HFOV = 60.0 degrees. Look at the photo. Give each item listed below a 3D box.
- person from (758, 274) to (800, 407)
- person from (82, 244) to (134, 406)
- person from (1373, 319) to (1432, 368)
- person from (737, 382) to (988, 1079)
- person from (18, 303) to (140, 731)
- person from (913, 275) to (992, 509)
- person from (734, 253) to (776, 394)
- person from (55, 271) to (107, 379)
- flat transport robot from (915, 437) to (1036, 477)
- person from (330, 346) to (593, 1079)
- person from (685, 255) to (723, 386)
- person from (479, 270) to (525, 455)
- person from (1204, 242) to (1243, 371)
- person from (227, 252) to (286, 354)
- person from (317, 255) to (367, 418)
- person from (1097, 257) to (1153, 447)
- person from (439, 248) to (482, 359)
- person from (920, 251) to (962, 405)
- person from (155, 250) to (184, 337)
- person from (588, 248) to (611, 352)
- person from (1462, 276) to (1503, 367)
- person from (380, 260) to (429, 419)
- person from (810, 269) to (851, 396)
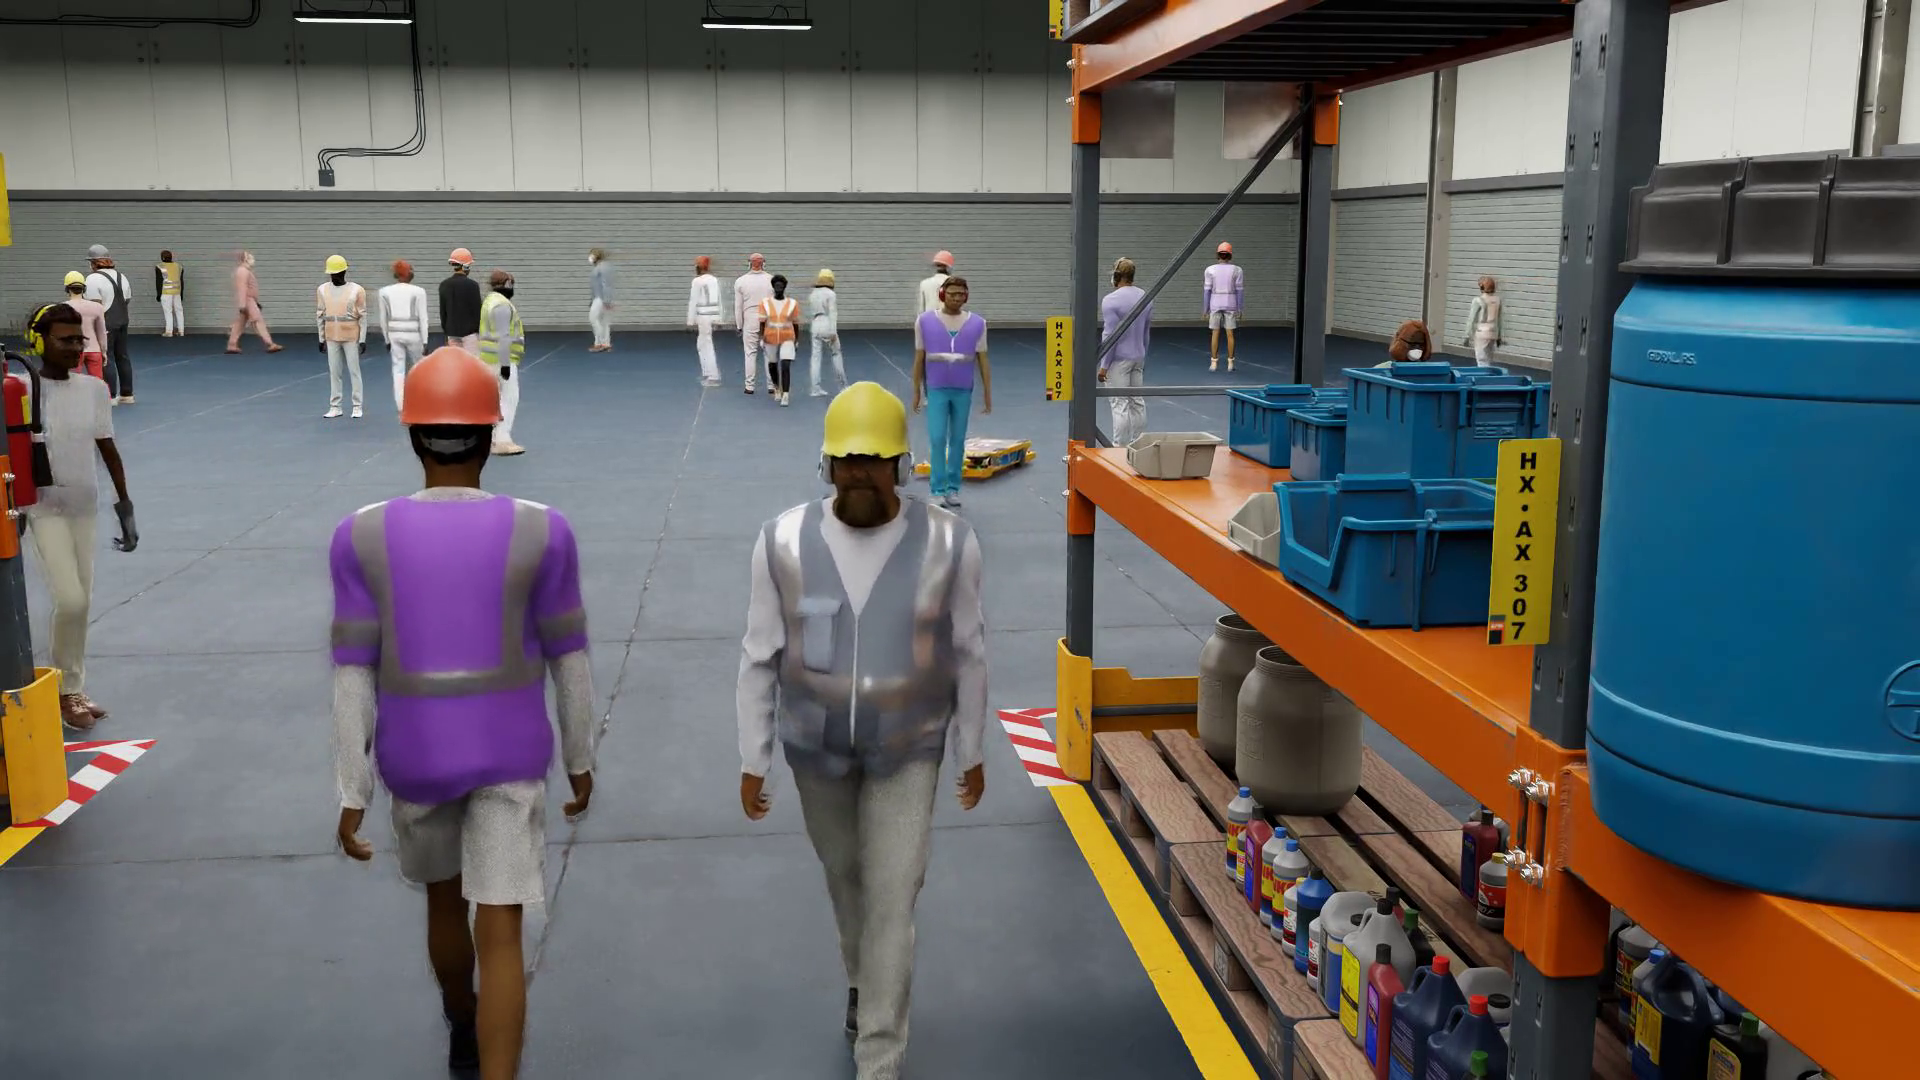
[{"bbox_3d":[-2.300,-2.554,21.187,0.527,1.668,0.749,0,10,-2],"label":"person"},{"bbox_3d":[-10.878,-2.727,21.124,0.535,2.000,0.688,2,11,11],"label":"person"},{"bbox_3d":[2.734,-0.543,10.267,0.498,1.633,0.280,-3,11,-16],"label":"person"},{"bbox_3d":[-0.250,0.503,4.118,0.614,1.781,0.917,1,10,5],"label":"person"},{"bbox_3d":[-3.862,-0.094,7.225,0.575,1.845,0.551,5,12,27],"label":"person"},{"bbox_3d":[-0.039,-1.138,12.986,0.600,1.822,0.717,-2,11,-12],"label":"person"},{"bbox_3d":[-2.745,-2.937,22.644,0.643,1.909,0.410,-2,11,-12],"label":"person"},{"bbox_3d":[-9.432,-1.993,17.852,0.310,1.768,0.533,9,14,41],"label":"person"},{"bbox_3d":[0.163,-0.773,15.263,0.652,0.197,1.431,4,11,21],"label":"flat transport robot"},{"bbox_3d":[-1.146,0.500,3.875,0.564,1.889,1.007,-2,10,-9],"label":"person"},{"bbox_3d":[-3.714,-3.131,23.836,0.669,1.862,0.580,4,11,22],"label":"person"},{"bbox_3d":[-4.527,-1.759,16.484,0.432,1.804,0.721,-4,11,-23],"label":"person"},{"bbox_3d":[4.193,-3.714,26.528,0.613,2.041,0.393,1,10,7],"label":"person"},{"bbox_3d":[-12.971,-4.329,30.425,1.010,1.853,0.646,-5,12,-26],"label":"person"},{"bbox_3d":[-7.289,-2.390,19.612,0.585,1.918,0.382,0,10,2],"label":"person"},{"bbox_3d":[1.522,-1.650,15.496,0.627,1.940,0.372,-10,14,-44],"label":"person"},{"bbox_3d":[-5.912,-2.471,19.842,0.611,1.996,0.379,5,11,24],"label":"person"},{"bbox_3d":[-0.225,-2.716,21.331,0.625,1.938,1.023,4,11,23],"label":"person"},{"bbox_3d":[-16.936,-5.274,35.633,0.429,1.845,0.621,7,12,32],"label":"person"},{"bbox_3d":[-6.742,-4.414,30.689,0.623,1.919,0.661,-5,12,-26],"label":"person"},{"bbox_3d":[6.815,-2.634,21.772,0.518,1.619,0.581,-6,12,-31],"label":"person"},{"bbox_3d":[-6.564,-2.388,19.790,0.594,1.841,0.939,0,10,0],"label":"person"},{"bbox_3d":[-1.775,-2.805,22.504,0.531,1.683,0.795,8,13,36],"label":"person"}]
